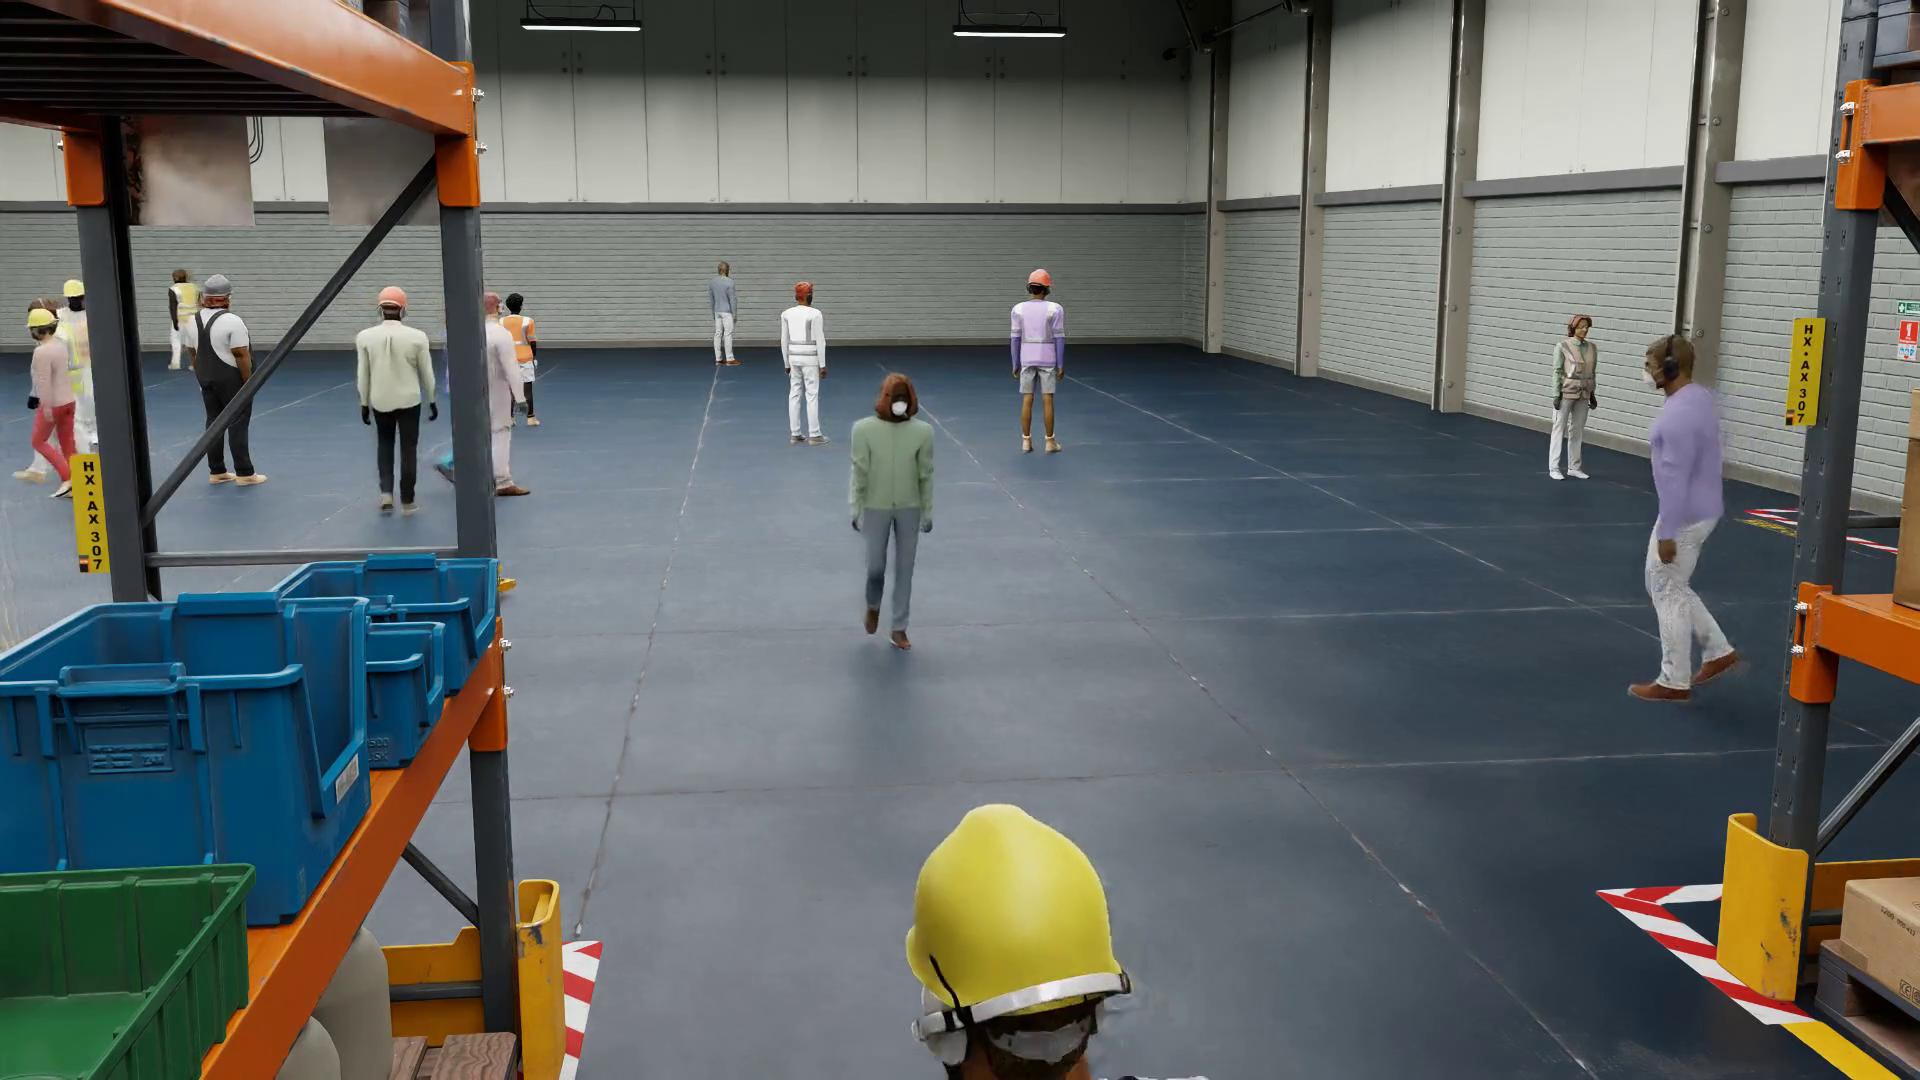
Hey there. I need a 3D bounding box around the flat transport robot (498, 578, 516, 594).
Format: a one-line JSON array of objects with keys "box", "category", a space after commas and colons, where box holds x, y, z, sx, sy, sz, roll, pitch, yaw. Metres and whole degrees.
[{"box": [-3.594, 0.326, 10.737, 0.652, 0.197, 1.431, 5, 11, 24], "category": "flat transport robot"}]

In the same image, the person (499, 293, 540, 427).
[{"box": [-5.599, -2.269, 21.056, 0.533, 1.697, 0.319, 0, 10, 2], "category": "person"}]

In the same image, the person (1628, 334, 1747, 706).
[{"box": [3.729, -0.096, 8.545, 0.517, 1.915, 0.668, 7, 12, 33], "category": "person"}]

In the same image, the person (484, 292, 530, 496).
[{"box": [-4.335, -1.350, 15.483, 0.738, 1.889, 0.390, 8, 13, 36], "category": "person"}]

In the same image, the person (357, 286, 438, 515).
[{"box": [-4.878, -1.211, 14.483, 0.635, 1.977, 0.502, -1, 10, -5], "category": "person"}]

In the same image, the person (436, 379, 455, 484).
[{"box": [-4.680, -1.383, 15.860, 0.533, 1.815, 0.589, -1, 10, -8], "category": "person"}]

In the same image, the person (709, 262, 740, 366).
[{"box": [-4.416, -4.236, 31.173, 0.627, 1.940, 0.372, 7, 13, 35], "category": "person"}]

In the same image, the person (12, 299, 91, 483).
[{"box": [-8.853, -1.415, 16.067, 0.849, 1.802, 0.629, -5, 11, -24], "category": "person"}]

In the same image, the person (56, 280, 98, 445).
[{"box": [-10.200, -2.044, 19.255, 0.610, 1.906, 0.627, -1, 10, -5], "category": "person"}]

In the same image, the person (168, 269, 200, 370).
[{"box": [-14.094, -3.978, 30.129, 0.781, 1.812, 0.628, 7, 12, 33], "category": "person"}]

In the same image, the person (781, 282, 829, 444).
[{"box": [-1.804, -2.051, 19.347, 0.572, 1.883, 0.355, 6, 12, 29], "category": "person"}]

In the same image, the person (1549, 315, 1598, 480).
[{"box": [6.099, -1.415, 16.528, 0.514, 1.642, 0.310, -4, 11, -19], "category": "person"}]

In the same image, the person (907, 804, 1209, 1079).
[{"box": [0.086, 1.173, 1.963, 0.595, 1.783, 0.943, -3, 11, -14], "category": "person"}]

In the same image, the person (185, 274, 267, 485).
[{"box": [-7.115, -1.555, 16.198, 0.688, 2.000, 0.539, 4, 11, 23], "category": "person"}]

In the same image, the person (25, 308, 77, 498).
[{"box": [-8.302, -1.232, 15.226, 0.367, 1.757, 0.539, 0, 10, 0], "category": "person"}]

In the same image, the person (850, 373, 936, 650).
[{"box": [-0.391, -0.173, 9.732, 0.508, 1.621, 0.385, -3, 11, -14], "category": "person"}]

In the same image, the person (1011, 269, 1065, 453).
[{"box": [0.873, -1.984, 18.540, 0.605, 2.045, 0.387, 3, 11, 18], "category": "person"}]
